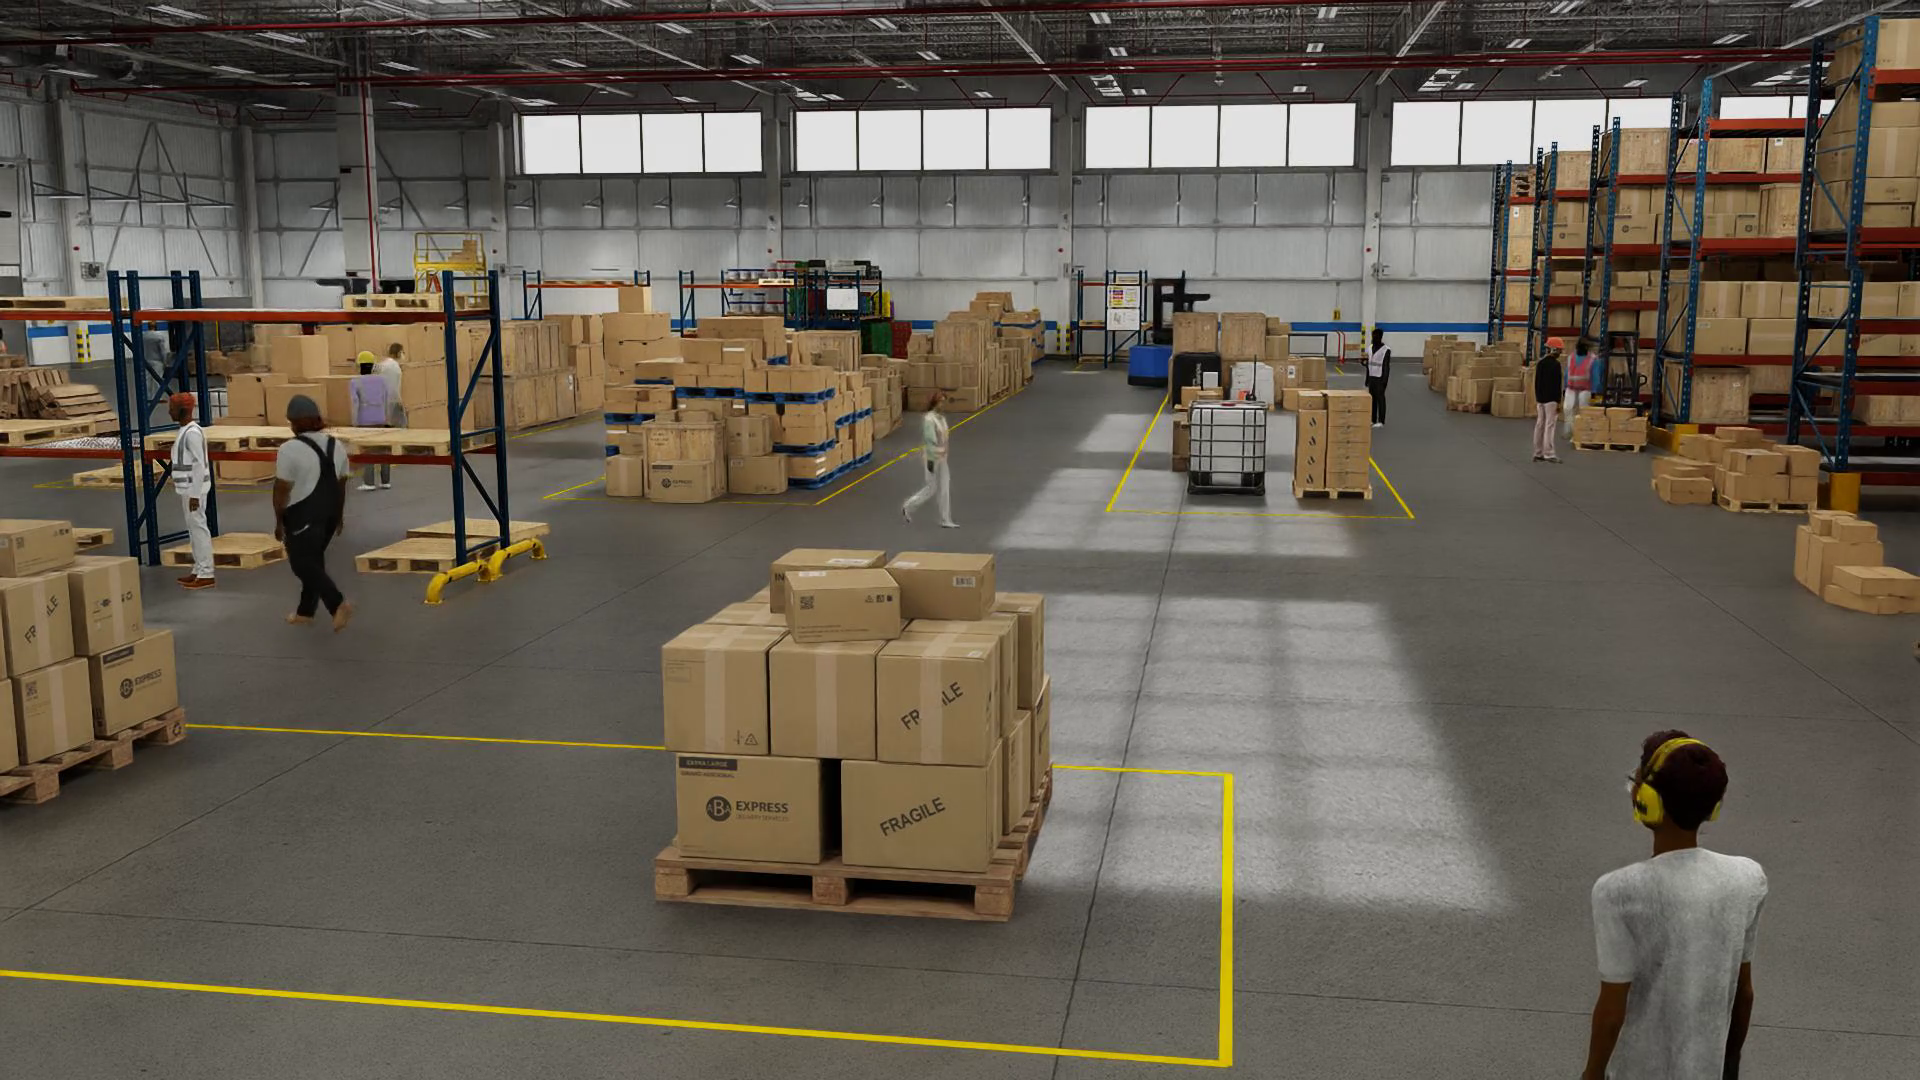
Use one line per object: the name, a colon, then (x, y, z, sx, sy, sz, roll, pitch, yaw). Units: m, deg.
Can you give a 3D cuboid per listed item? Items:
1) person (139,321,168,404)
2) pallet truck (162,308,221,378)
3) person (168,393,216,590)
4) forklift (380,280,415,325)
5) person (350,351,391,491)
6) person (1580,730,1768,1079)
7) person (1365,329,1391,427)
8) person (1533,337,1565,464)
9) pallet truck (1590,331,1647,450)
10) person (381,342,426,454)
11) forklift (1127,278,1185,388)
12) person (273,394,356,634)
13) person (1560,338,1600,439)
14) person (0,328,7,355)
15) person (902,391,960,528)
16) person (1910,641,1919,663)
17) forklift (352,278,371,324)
person: (-18.382, -4.063, 37.917, 0.623, 1.932, 0.367, 2, 9, 10)
pallet truck: (-21.869, -5.598, 47.154, 0.823, 1.965, 1.885, 4, 10, 26)
person: (-7.331, -0.467, 15.861, 0.339, 1.881, 0.584, -6, 11, -31)
forklift: (-11.981, -4.170, 35.631, 1.873, 2.768, 1.129, 1, 9, 9)
person: (-8.141, -1.641, 22.962, 0.372, 1.928, 0.584, 8, 12, 41)
person: (1.811, 1.407, 4.329, 0.515, 1.876, 0.328, -3, 10, -18)
person: (8.106, -3.138, 32.259, 0.397, 1.911, 0.587, -5, 10, -27)
person: (9.285, -2.191, 26.175, 0.391, 1.987, 0.608, -2, 9, -13)
pallet truck: (11.253, -2.573, 28.499, 0.823, 1.965, 1.885, 5, 10, 27)
person: (-9.218, -2.259, 26.973, 1.033, 1.876, 0.649, -2, 9, -9)
forklift: (5.356, -5.372, 43.046, 1.873, 2.768, 1.129, -7, 12, -38)
person: (-5.419, -0.237, 13.957, 0.880, 2.000, 0.698, 4, 10, 22)
person: (11.050, -2.688, 29.757, 0.652, 1.812, 0.784, 7, 12, 39)
person: (-22.567, -4.140, 39.095, 0.317, 1.695, 0.552, -1, 9, -9)
person: (-0.332, -0.945, 19.600, 0.614, 1.621, 0.523, 5, 10, 27)
person: (7.492, 0.183, 12.495, 0.550, 1.656, 0.841, 2, 9, 11)
forklift: (-15.667, -5.468, 43.635, 1.873, 2.768, 1.129, -3, 10, -17)
